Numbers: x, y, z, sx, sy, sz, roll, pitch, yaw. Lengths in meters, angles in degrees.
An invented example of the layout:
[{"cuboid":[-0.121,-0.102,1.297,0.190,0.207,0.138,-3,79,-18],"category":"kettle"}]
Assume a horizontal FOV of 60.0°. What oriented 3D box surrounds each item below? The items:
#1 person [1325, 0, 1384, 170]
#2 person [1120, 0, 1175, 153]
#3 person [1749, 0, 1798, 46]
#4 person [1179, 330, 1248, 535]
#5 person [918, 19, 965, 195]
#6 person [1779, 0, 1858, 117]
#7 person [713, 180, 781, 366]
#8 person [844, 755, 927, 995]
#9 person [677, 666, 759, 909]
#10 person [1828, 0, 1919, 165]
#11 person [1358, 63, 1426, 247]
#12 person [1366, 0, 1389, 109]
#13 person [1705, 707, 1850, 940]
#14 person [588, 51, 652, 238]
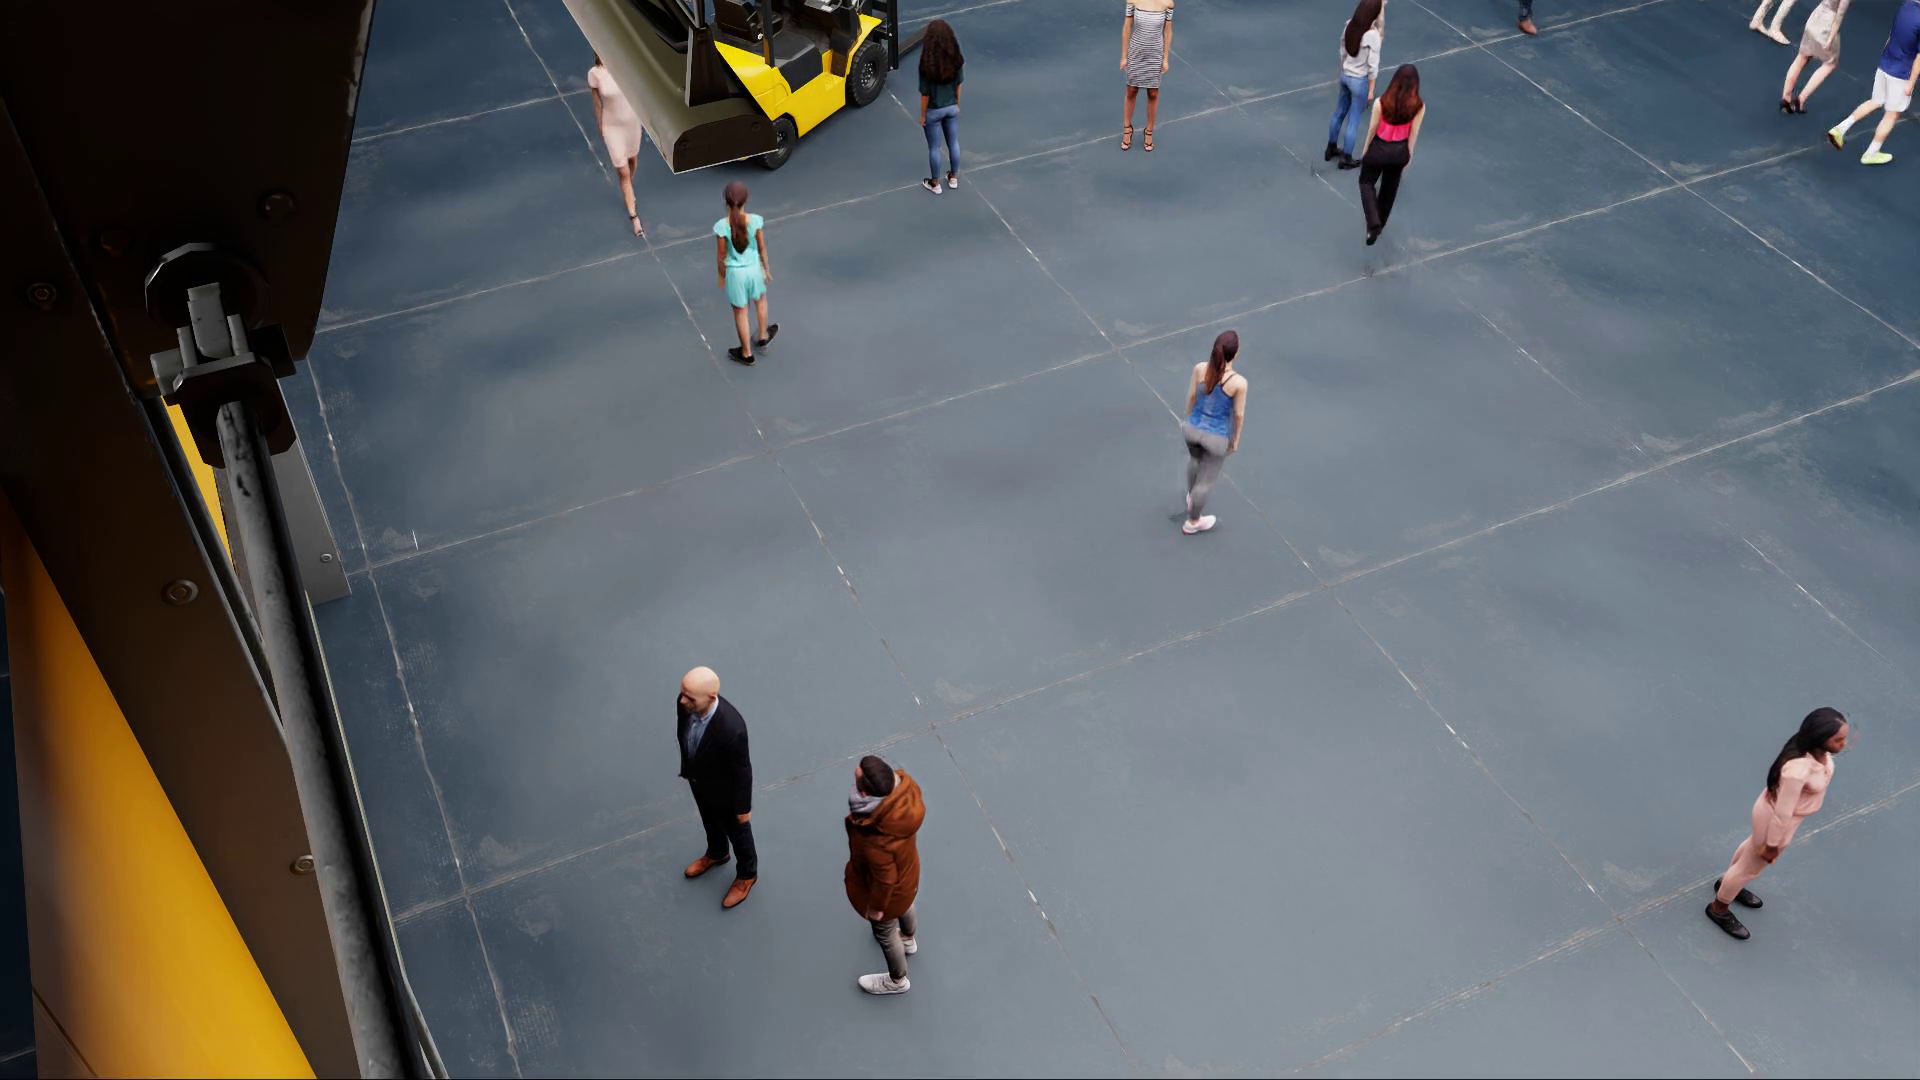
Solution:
[{"cuboid":[3.589,-4.168,15.113,0.677,1.631,0.472,-22,48,-21],"category":"person"},{"cuboid":[1.699,-4.417,15.235,0.687,1.822,0.705,5,44,6],"category":"person"},{"cuboid":[8.444,-5.968,16.969,0.752,1.677,0.825,-32,52,-29],"category":"person"},{"cuboid":[1.694,-0.719,11.522,0.802,1.590,0.832,29,51,27],"category":"person"},{"cuboid":[-0.173,-3.848,14.787,0.581,1.616,0.567,-18,46,-18],"category":"person"},{"cuboid":[8.056,-4.766,15.679,0.753,1.715,0.608,-10,45,-11],"category":"person"},{"cuboid":[-1.688,-2.075,12.976,0.666,1.548,0.655,-20,47,-20],"category":"person"},{"cuboid":[-0.379,1.751,8.751,0.907,1.836,0.833,9,44,10],"category":"person"},{"cuboid":[-1.349,1.327,9.222,0.674,1.800,0.825,31,52,29],"category":"person"},{"cuboid":[8.396,-4.236,15.050,0.792,1.815,0.851,-10,45,-11],"category":"person"},{"cuboid":[3.638,-3.233,14.124,0.823,1.641,0.984,2,44,2],"category":"person"},{"cuboid":[3.959,-4.796,16.088,0.597,1.194,0.555,21,48,21],"category":"person"},{"cuboid":[4.460,1.518,9.079,0.694,1.722,0.698,28,50,26],"category":"person"},{"cuboid":[-2.928,-3.594,14.406,0.658,1.775,1.102,-14,45,-14],"category":"person"}]
